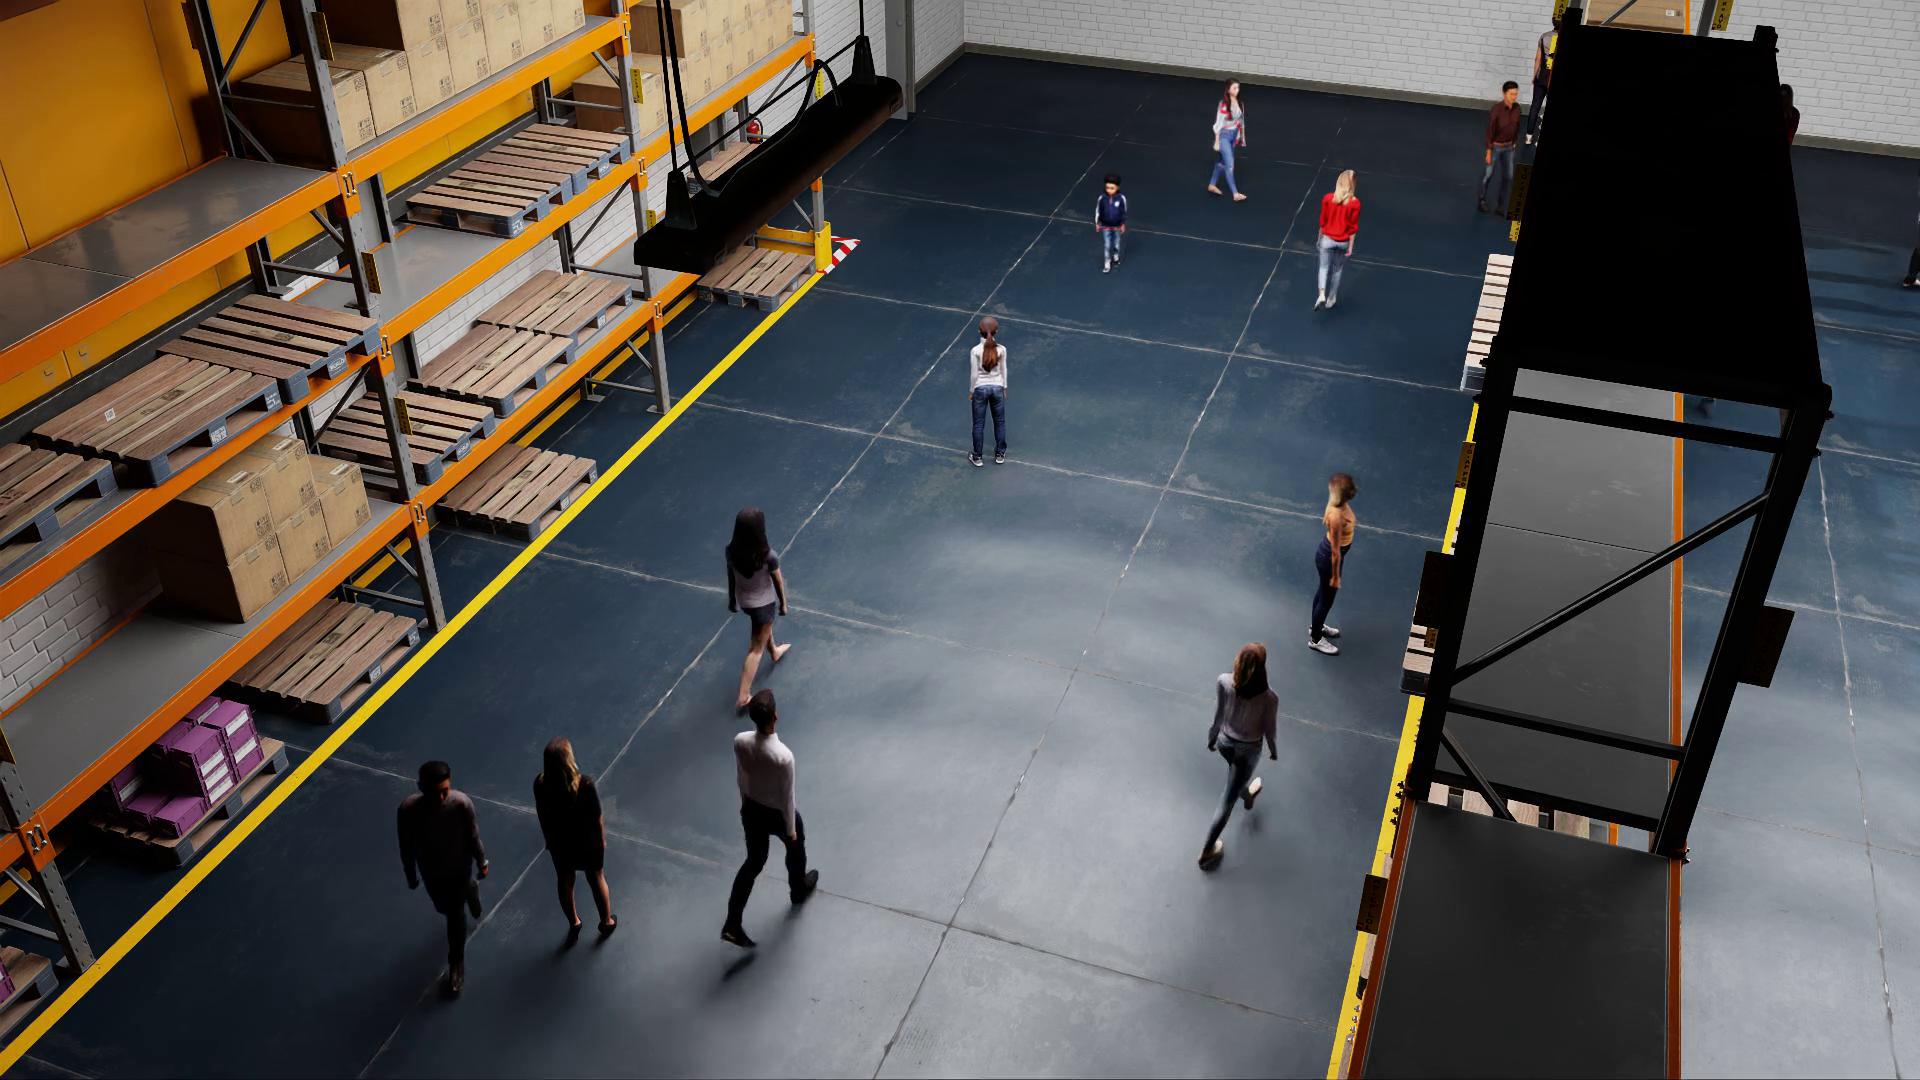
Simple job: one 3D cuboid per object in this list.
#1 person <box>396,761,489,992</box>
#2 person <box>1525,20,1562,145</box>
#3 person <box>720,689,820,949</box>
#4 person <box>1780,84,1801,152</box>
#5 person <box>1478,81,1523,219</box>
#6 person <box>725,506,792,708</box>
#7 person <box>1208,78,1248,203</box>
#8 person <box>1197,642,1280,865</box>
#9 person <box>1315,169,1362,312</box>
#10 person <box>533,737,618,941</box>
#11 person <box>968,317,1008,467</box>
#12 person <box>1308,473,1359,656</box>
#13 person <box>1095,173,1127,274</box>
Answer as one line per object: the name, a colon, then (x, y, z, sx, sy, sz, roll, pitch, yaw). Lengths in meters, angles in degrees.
person: (-3.271, 2.029, 10.658, 0.947, 1.737, 1.125, 1, 34, 2)
person: (8.264, -6.475, 23.310, 0.719, 1.896, 0.675, 24, 40, 31)
person: (-1.310, 1.854, 10.846, 0.777, 1.821, 1.243, 19, 38, 26)
person: (10.260, -4.902, 21.069, 0.736, 1.756, 0.720, 1, 34, 1)
person: (6.844, -5.030, 21.260, 0.921, 1.758, 0.994, -9, 35, -13)
person: (-1.625, 0.537, 12.975, 0.662, 1.658, 1.148, 13, 36, 19)
person: (3.438, -5.263, 21.765, 1.010, 1.586, 0.965, -26, 41, -33)
person: (1.874, 1.508, 11.430, 0.828, 1.751, 1.201, 22, 39, 29)
person: (4.221, -3.327, 18.768, 0.613, 1.681, 0.881, 11, 35, 16)
person: (-2.514, 1.956, 10.823, 0.602, 1.676, 0.567, 1, 34, 1)
person: (0.270, -1.438, 16.035, 0.619, 1.559, 0.655, -6, 34, -9)
person: (3.031, 0.165, 13.561, 0.640, 1.629, 0.476, 8, 35, 12)
person: (1.832, -3.827, 19.940, 0.549, 1.216, 0.588, 8, 35, 12)
